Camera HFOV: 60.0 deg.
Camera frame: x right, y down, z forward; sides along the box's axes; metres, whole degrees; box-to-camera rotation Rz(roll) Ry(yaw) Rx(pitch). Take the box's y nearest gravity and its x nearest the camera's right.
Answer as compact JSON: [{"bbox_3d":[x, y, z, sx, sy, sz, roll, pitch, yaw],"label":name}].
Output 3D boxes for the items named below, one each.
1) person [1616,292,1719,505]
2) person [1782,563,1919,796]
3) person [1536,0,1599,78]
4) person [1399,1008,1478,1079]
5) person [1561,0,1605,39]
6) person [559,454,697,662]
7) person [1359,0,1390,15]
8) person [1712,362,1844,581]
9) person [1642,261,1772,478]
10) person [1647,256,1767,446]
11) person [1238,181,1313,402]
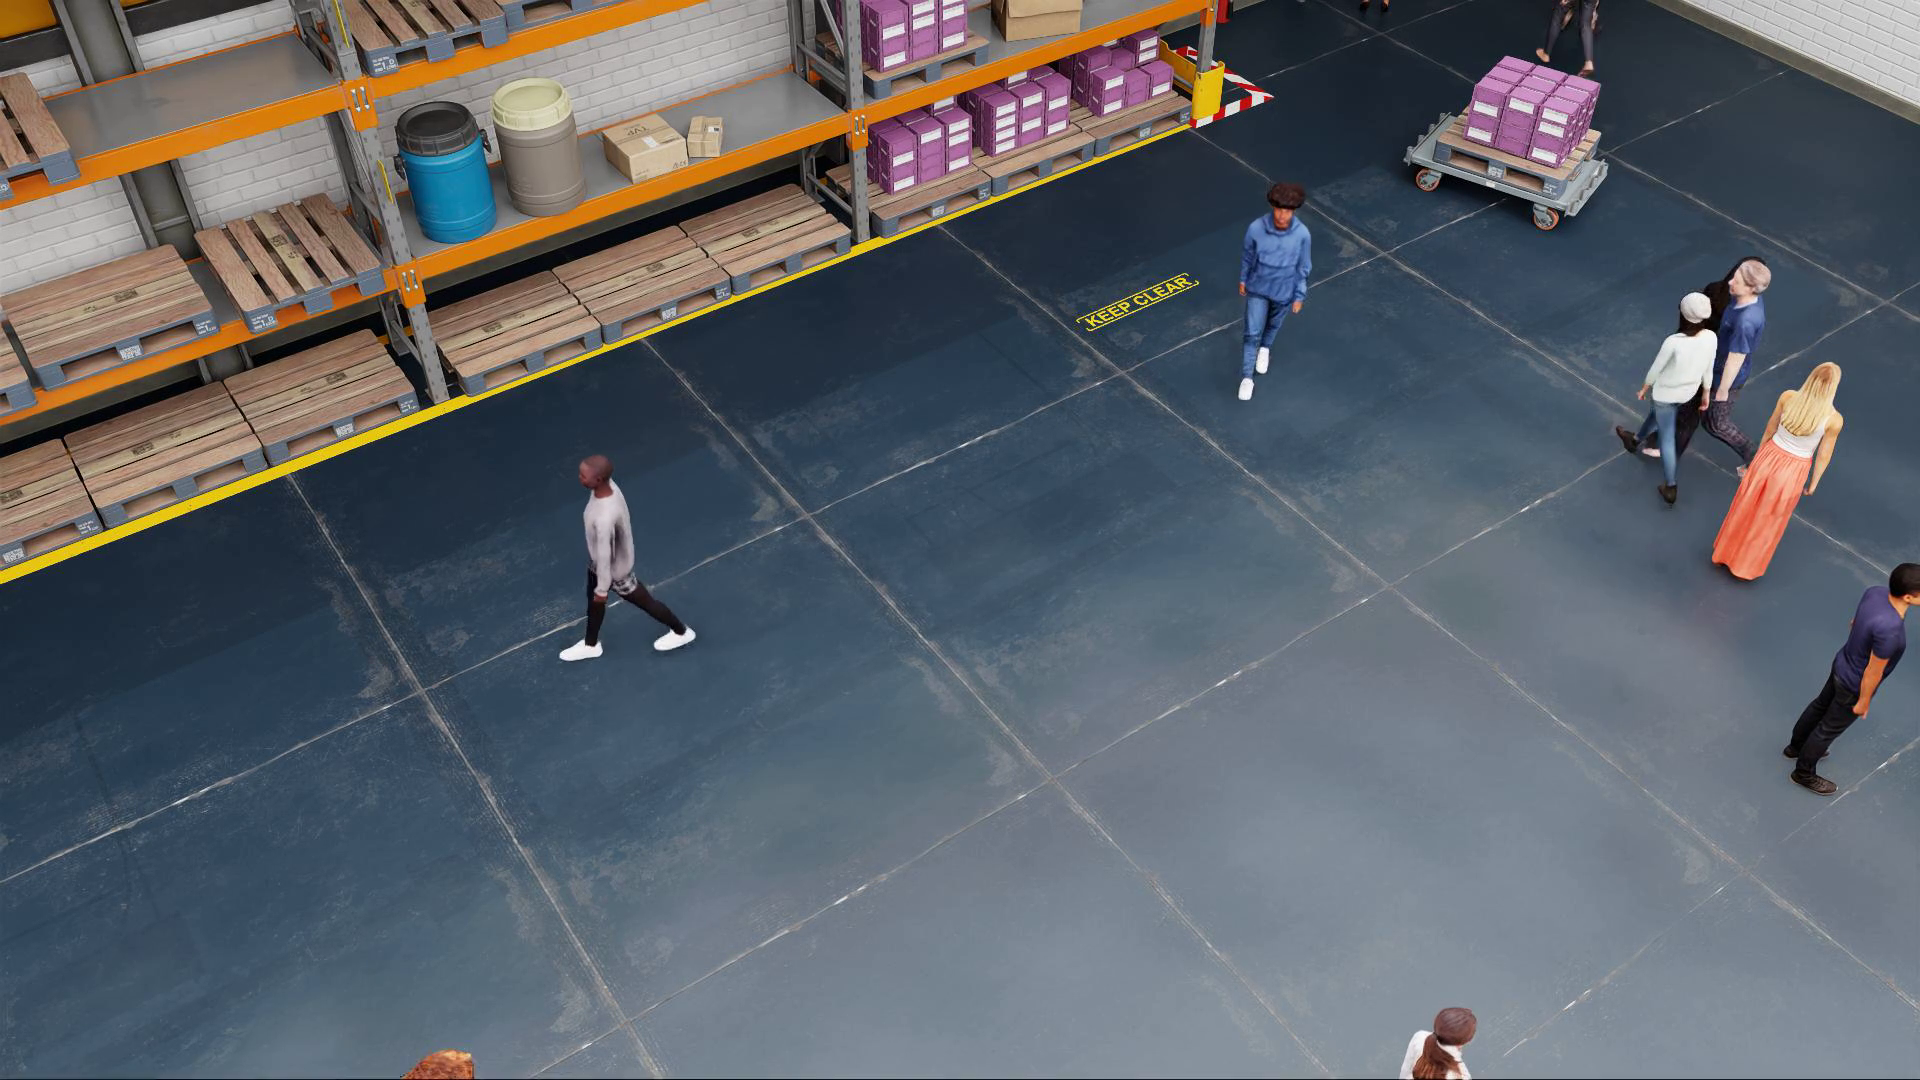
[{"bbox_3d":[5.193,-0.999,12.028,1.136,1.603,0.971,-7,44,-7],"label":"person"},{"bbox_3d":[5.377,0.802,9.999,0.774,1.793,0.700,9,44,9],"label":"person"},{"bbox_3d":[6.262,-5.490,16.636,1.062,1.749,0.973,-7,44,-7],"label":"person"},{"bbox_3d":[2.266,2.756,8.120,0.502,1.556,0.538,-28,50,-26],"label":"person"},{"bbox_3d":[6.585,-6.129,17.236,0.760,1.846,0.744,-34,53,-30],"label":"person"},{"bbox_3d":[-2.126,0.147,10.732,1.225,1.730,0.908,-9,44,-10],"label":"person"},{"bbox_3d":[4.515,-6.404,17.647,0.608,1.678,0.656,9,44,10],"label":"person"},{"bbox_3d":[5.581,-0.463,11.321,0.591,1.800,0.622,-28,50,-26],"label":"person"},{"bbox_3d":[5.642,-1.184,12.052,1.120,1.837,1.125,13,45,14],"label":"person"},{"bbox_3d":[5.508,-1.376,12.431,0.727,1.592,1.120,32,52,29],"label":"person"},{"bbox_3d":[2.441,-2.036,12.990,1.110,1.776,1.163,7,44,7],"label":"person"}]
